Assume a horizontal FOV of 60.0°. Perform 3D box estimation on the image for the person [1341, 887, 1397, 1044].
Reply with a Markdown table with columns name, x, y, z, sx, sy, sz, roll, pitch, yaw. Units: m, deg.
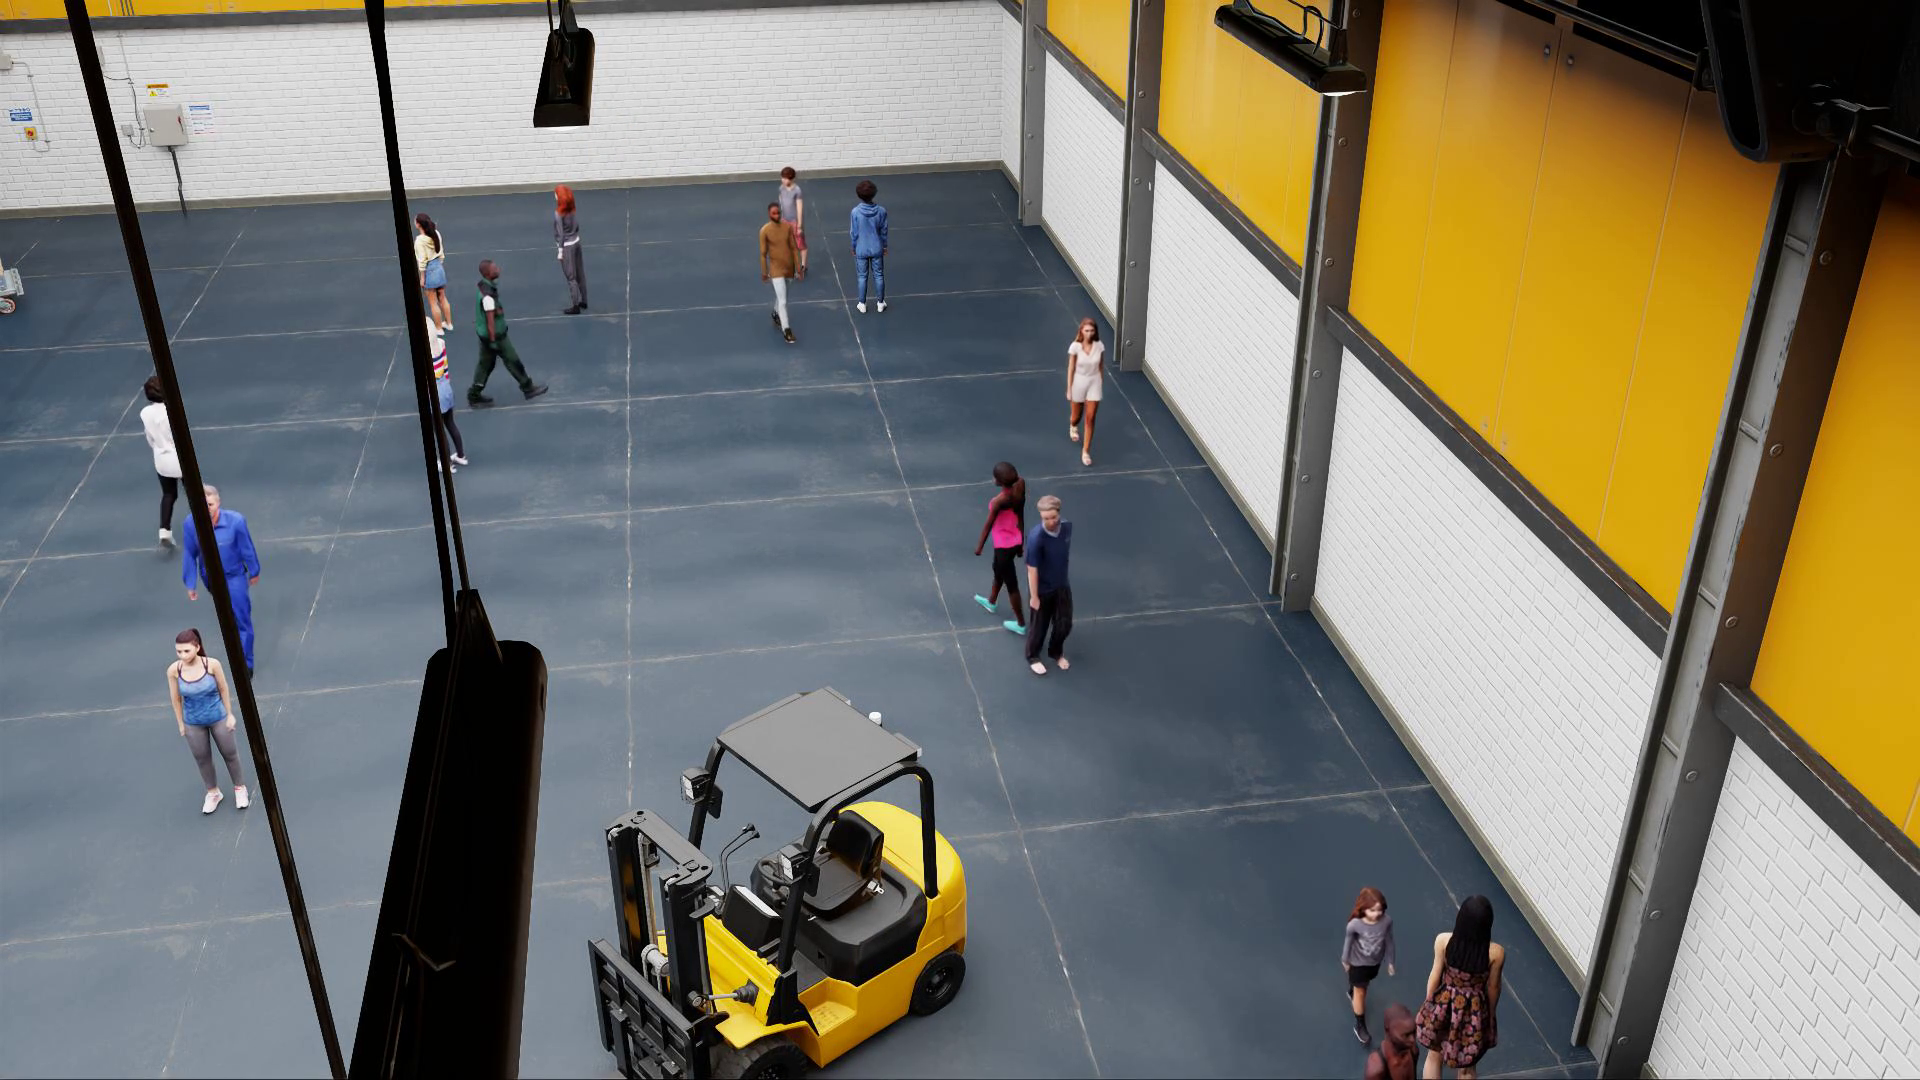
| name | x | y | z | sx | sy | sz | roll | pitch | yaw |
| --- | --- | --- | --- | --- | --- | --- | --- | --- | --- |
| person | 2.692 | 2.726 | 11.042 | 0.505 | 1.088 | 0.717 | -7 | 29 | -12 |

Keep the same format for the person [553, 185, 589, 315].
| name | x | y | z | sx | sy | sz | roll | pitch | yaw |
| --- | --- | --- | --- | --- | --- | --- | --- | --- | --- |
| person | -5.299 | -3.950 | 22.560 | 0.707 | 1.779 | 0.603 | 11 | 31 | 20 |

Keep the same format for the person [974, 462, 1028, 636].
| name | x | y | z | sx | sy | sz | roll | pitch | yaw |
| --- | --- | --- | --- | --- | --- | --- | --- | --- | --- |
| person | 0.501 | 0.110 | 15.202 | 0.980 | 1.696 | 0.903 | 21 | 35 | 33 |

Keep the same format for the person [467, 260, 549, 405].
| name | x | y | z | sx | sy | sz | roll | pitch | yaw |
| --- | --- | --- | --- | --- | --- | --- | --- | --- | --- |
| person | -5.626 | -2.420 | 19.743 | 0.958 | 1.790 | 1.197 | -12 | 31 | -21 |

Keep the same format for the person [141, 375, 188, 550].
| name | x | y | z | sx | sy | sz | roll | pitch | yaw |
| --- | --- | --- | --- | --- | --- | --- | --- | --- | --- |
| person | -7.961 | -0.774 | 16.731 | 0.785 | 1.785 | 1.145 | 0 | 29 | 1 |

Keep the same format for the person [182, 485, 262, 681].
| name | x | y | z | sx | sy | sz | roll | pitch | yaw |
| --- | --- | --- | --- | --- | --- | --- | --- | --- | --- |
| person | -6.523 | 0.296 | 14.778 | 0.773 | 1.777 | 1.191 | -3 | 29 | -6 |

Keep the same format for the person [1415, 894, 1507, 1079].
| name | x | y | z | sx | sy | sz | roll | pitch | yaw |
| --- | --- | --- | --- | --- | --- | --- | --- | --- | --- |
| person | 3.018 | 2.863 | 10.076 | 0.786 | 1.773 | 0.820 | 8 | 30 | 15 |

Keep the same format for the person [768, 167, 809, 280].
| name | x | y | z | sx | sy | sz | roll | pitch | yaw |
| --- | --- | --- | --- | --- | --- | --- | --- | --- | --- |
| person | -2.348 | -4.548 | 23.821 | 1.030 | 1.621 | 1.132 | 16 | 32 | 27 |

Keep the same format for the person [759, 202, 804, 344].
| name | x | y | z | sx | sy | sz | roll | pitch | yaw |
| --- | --- | --- | --- | --- | --- | --- | --- | --- | --- |
| person | -2.368 | -3.560 | 21.838 | 0.961 | 1.786 | 1.233 | -18 | 33 | -29 |

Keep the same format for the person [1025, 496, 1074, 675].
| name | x | y | z | sx | sy | sz | roll | pitch | yaw |
| --- | --- | --- | --- | --- | --- | --- | --- | --- | --- |
| person | 0.749 | 0.381 | 14.567 | 0.789 | 1.830 | 0.814 | -24 | 37 | -37 |

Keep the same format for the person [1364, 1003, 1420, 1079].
| name | x | y | z | sx | sy | sz | roll | pitch | yaw |
| --- | --- | --- | --- | --- | --- | --- | --- | --- | --- |
| person | 2.295 | 3.259 | 9.401 | 0.969 | 1.724 | 1.252 | -19 | 34 | -31 |

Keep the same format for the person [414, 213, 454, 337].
| name | x | y | z | sx | sy | sz | roll | pitch | yaw |
| --- | --- | --- | --- | --- | --- | --- | --- | --- | --- |
| person | -6.954 | -3.510 | 21.908 | 0.787 | 1.631 | 0.672 | 11 | 30 | 19 |

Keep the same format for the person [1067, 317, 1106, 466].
| name | x | y | z | sx | sy | sz | roll | pitch | yaw |
| --- | --- | --- | --- | --- | --- | --- | --- | --- | --- |
| person | 1.398 | -1.718 | 18.572 | 0.594 | 1.679 | 0.927 | -4 | 29 | -6 |

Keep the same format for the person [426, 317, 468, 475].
| name | x | y | z | sx | sy | sz | roll | pitch | yaw |
| --- | --- | --- | --- | --- | --- | --- | --- | --- | --- |
| person | -5.712 | -1.599 | 18.224 | 0.773 | 1.804 | 0.624 | 9 | 30 | 16 |

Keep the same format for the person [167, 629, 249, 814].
| name | x | y | z | sx | sy | sz | roll | pitch | yaw |
| --- | --- | --- | --- | --- | --- | --- | --- | --- | --- |
| person | -5.851 | 1.399 | 12.932 | 0.574 | 1.608 | 0.527 | -7 | 29 | -12 |

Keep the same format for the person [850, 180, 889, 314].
| name | x | y | z | sx | sy | sz | roll | pitch | yaw |
| --- | --- | --- | --- | --- | --- | --- | --- | --- | --- |
| person | -1.235 | -3.985 | 22.594 | 0.686 | 1.807 | 0.564 | -3 | 29 | -6 |
